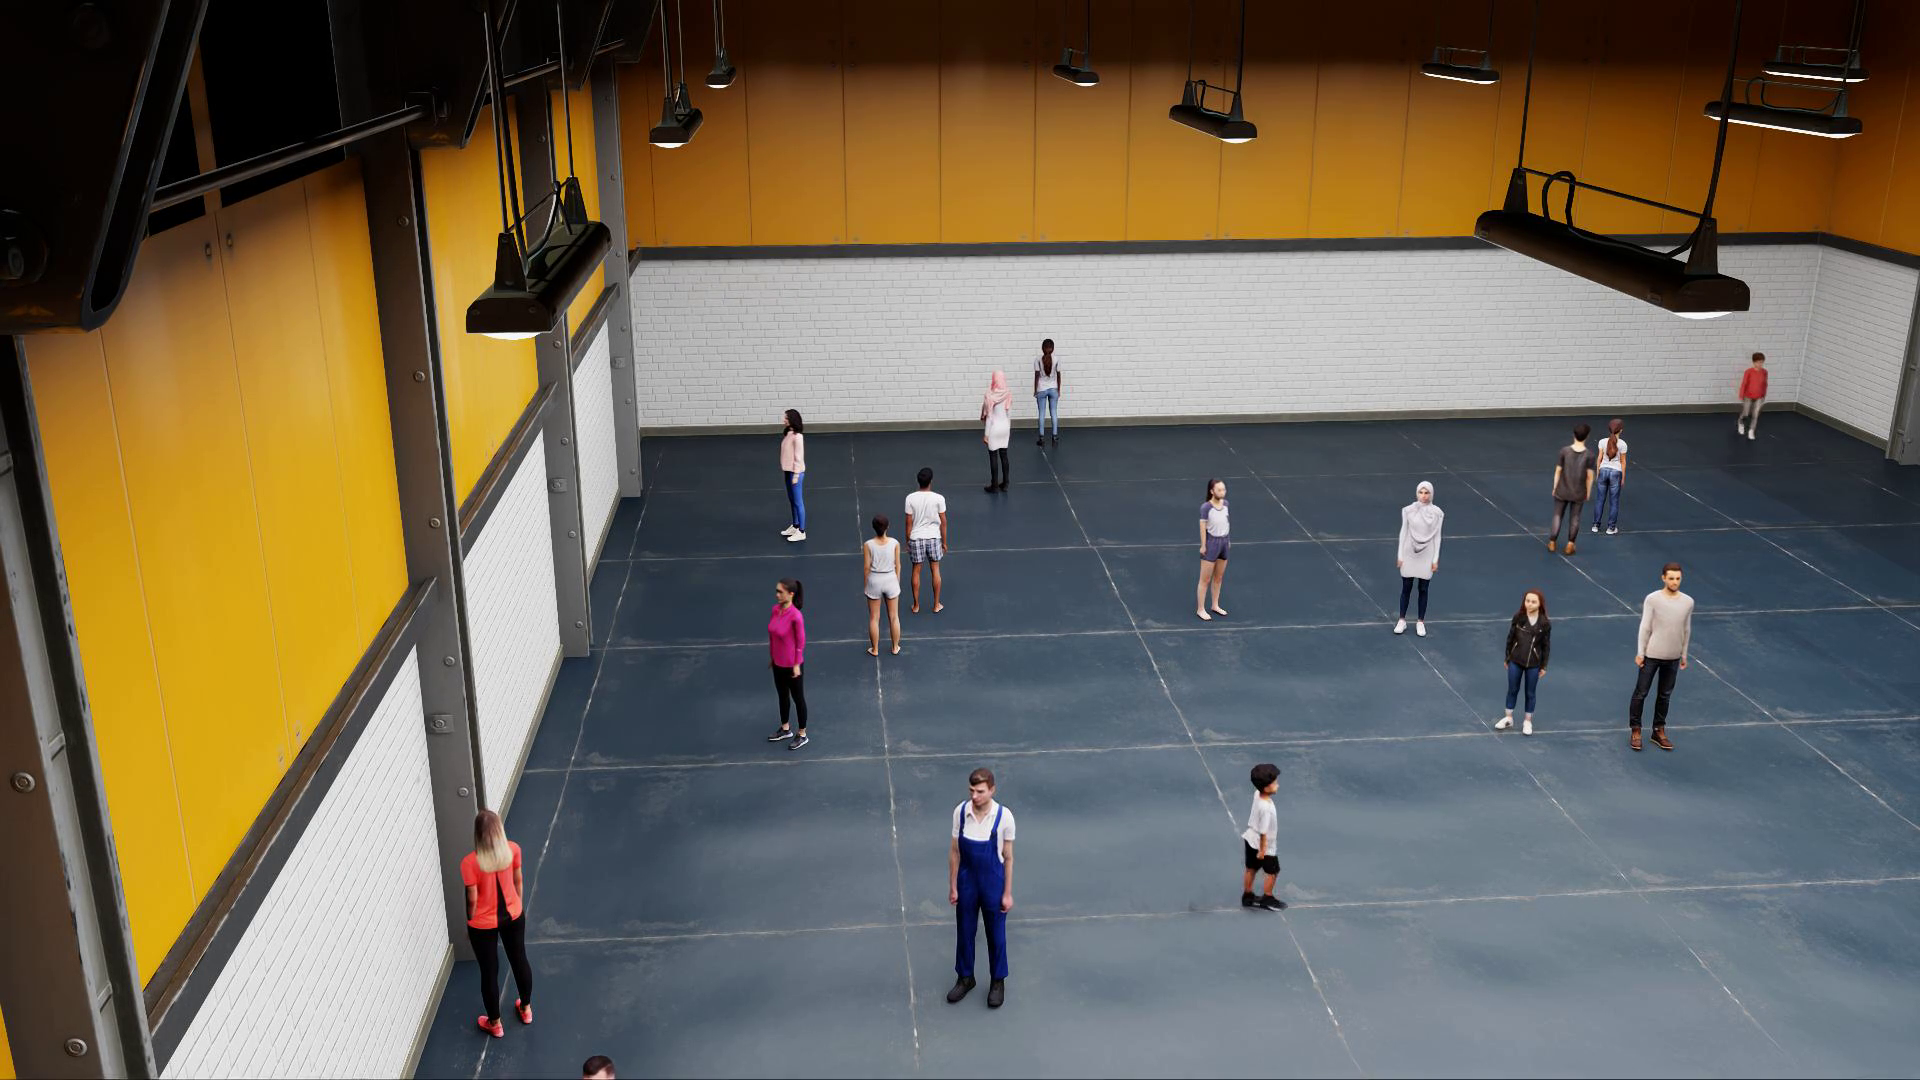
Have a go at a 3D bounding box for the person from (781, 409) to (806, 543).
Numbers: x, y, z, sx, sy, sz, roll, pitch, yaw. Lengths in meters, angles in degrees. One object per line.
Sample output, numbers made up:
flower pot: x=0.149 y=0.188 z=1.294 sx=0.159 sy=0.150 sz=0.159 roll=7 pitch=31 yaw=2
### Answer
person: x=-2.182 y=-0.872 z=21.926 sx=0.760 sy=1.770 sz=0.589 roll=-7 pitch=20 yaw=-21

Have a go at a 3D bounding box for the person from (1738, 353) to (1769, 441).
person: x=12.807 y=-2.345 z=26.871 sx=0.623 sy=1.405 sz=0.714 roll=2 pitch=19 yaw=7

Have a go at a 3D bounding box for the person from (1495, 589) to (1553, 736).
person: x=5.549 y=1.173 z=16.303 sx=0.641 sy=1.483 sz=0.672 roll=11 pitch=21 yaw=29

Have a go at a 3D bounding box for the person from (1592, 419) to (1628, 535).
person: x=8.700 y=-0.869 z=22.242 sx=0.626 sy=1.563 sz=0.683 roll=14 pitch=23 yaw=36

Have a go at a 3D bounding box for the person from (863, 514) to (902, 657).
person: x=-0.852 y=0.484 z=18.152 sx=0.584 sy=1.607 sz=0.547 roll=-3 pitch=19 yaw=-10

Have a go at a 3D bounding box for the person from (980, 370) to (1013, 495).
person: x=0.546 y=-1.564 z=23.928 sx=0.735 sy=1.803 sz=0.755 roll=-13 pitch=22 yaw=-33

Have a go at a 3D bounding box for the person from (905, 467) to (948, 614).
person: x=-0.409 y=0.003 z=19.388 sx=0.671 sy=1.732 sz=0.555 roll=1 pitch=19 yaw=2

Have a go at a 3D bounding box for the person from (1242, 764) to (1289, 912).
person: x=2.324 y=2.353 z=13.168 sx=0.546 sy=1.248 sz=0.510 roll=-2 pitch=19 yaw=-6

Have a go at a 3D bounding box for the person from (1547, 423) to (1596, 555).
person: x=7.869 y=-0.662 z=21.392 sx=0.709 sy=1.712 sz=0.722 roll=8 pitch=20 yaw=23

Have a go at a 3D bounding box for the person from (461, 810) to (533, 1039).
person: x=-3.224 y=2.649 z=11.587 sx=0.675 sy=1.694 sz=0.707 roll=-16 pitch=24 yaw=-39

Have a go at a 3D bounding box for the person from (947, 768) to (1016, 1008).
person: x=0.166 y=2.458 z=11.913 sx=0.705 sy=1.849 sz=0.691 roll=5 pitch=19 yaw=15

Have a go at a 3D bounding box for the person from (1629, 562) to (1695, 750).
person: x=6.715 y=1.094 z=15.935 sx=0.659 sy=1.868 sz=0.582 roll=0 pitch=19 yaw=-1

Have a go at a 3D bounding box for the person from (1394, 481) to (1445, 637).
person: x=5.165 y=0.196 z=18.745 sx=0.678 sy=1.776 sz=0.650 roll=5 pitch=19 yaw=15

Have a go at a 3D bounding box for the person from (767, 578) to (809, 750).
person: x=-1.646 y=1.165 z=15.989 sx=0.689 sy=1.698 sz=0.754 roll=16 pitch=25 yaw=40

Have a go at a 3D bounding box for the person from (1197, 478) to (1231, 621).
person: x=2.934 y=0.088 z=19.262 sx=0.675 sy=1.651 sz=0.689 roll=-13 pitch=23 yaw=-34

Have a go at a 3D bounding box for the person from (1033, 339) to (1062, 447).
person: x=1.384 y=-2.353 z=26.403 sx=0.587 sy=1.719 sz=0.505 roll=-2 pitch=19 yaw=-6
